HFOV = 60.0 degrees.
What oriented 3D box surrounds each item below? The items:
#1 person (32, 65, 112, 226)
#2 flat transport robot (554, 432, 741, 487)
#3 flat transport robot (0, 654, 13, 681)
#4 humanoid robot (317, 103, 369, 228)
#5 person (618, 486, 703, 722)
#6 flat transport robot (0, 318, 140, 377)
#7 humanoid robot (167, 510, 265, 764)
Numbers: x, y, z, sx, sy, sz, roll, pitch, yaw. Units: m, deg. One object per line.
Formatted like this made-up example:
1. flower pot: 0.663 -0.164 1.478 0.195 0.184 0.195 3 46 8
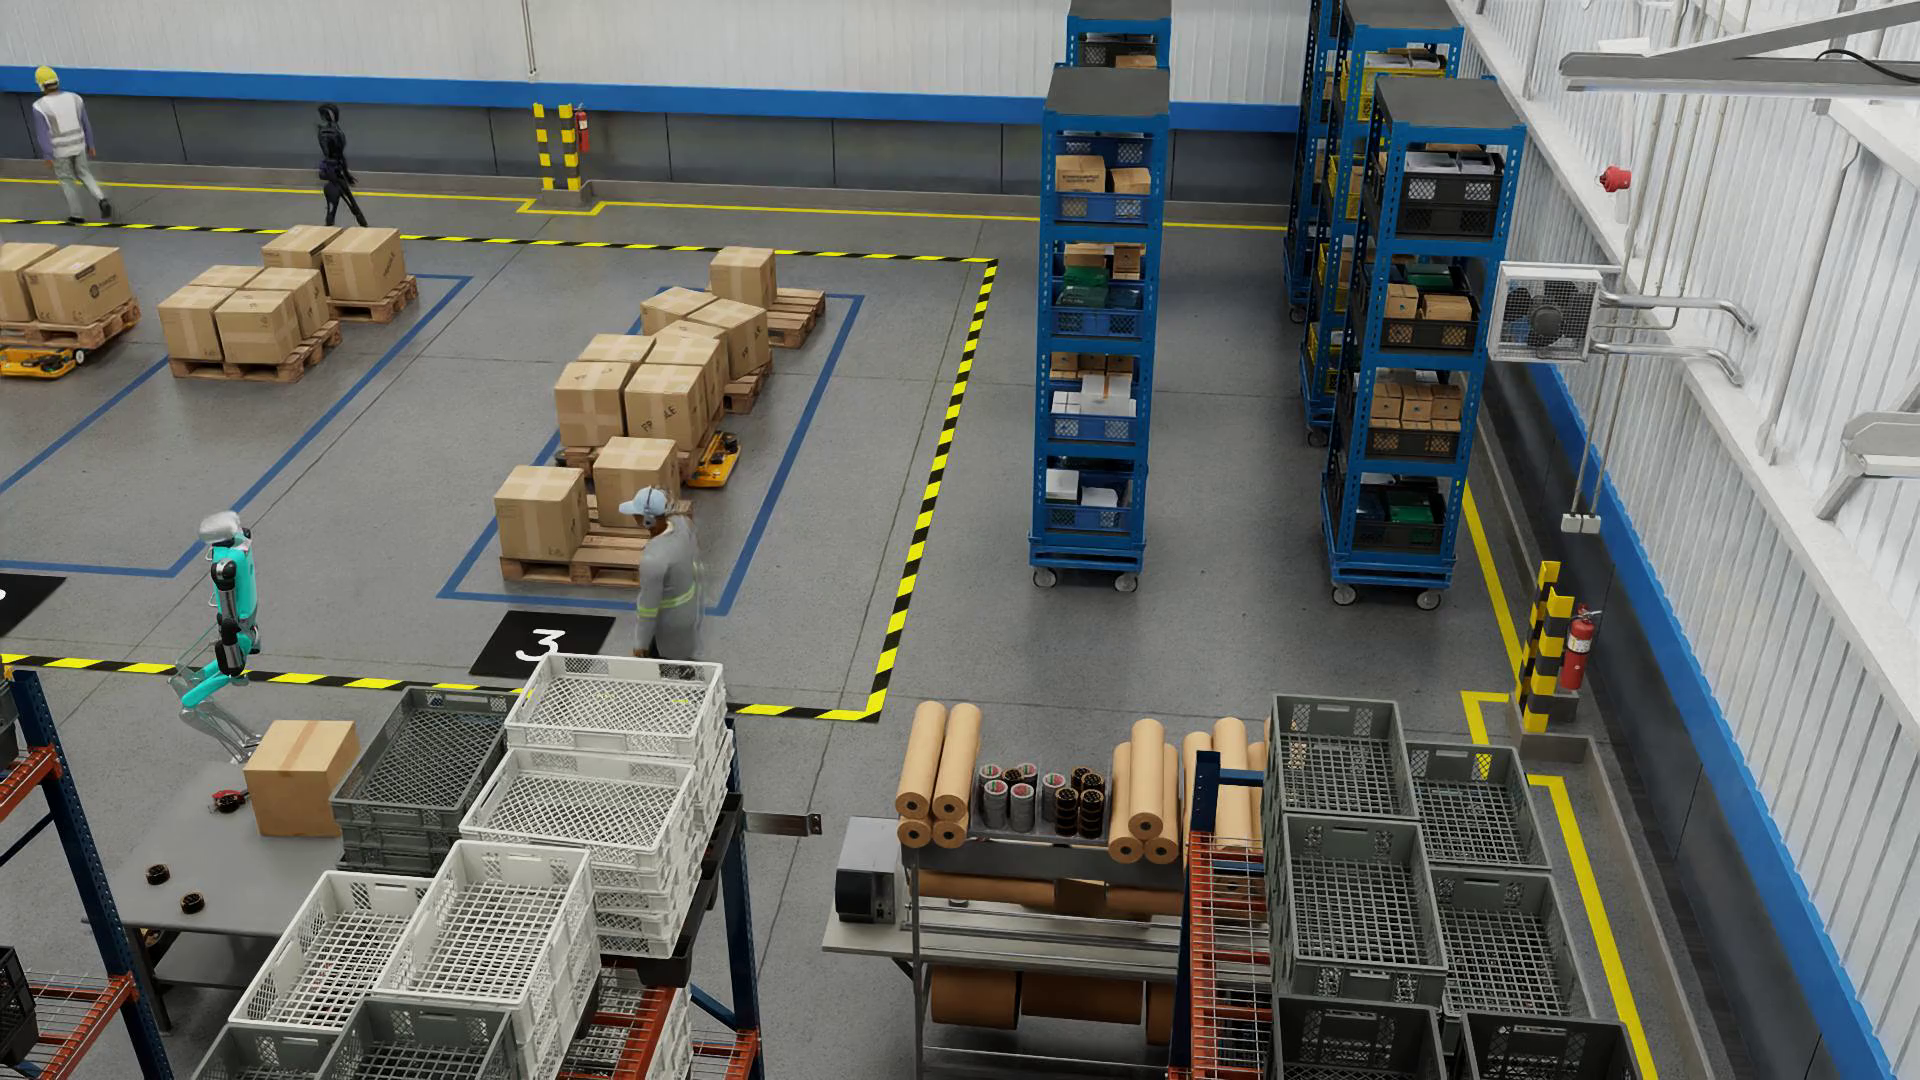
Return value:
1. person: -10.037 -4.414 18.717 0.499 1.817 0.596 17 34 26
2. flat transport robot: -2.603 -0.710 13.865 1.431 0.197 0.652 3 30 6
3. flat transport robot: -7.142 0.969 11.010 1.431 0.231 0.659 3 30 6
4. humanoid robot: -6.737 -3.937 18.067 0.759 1.621 0.595 -2 30 -4
5. person: -1.895 0.481 10.287 0.670 1.829 0.621 4 30 7
6. flat transport robot: -8.598 -1.950 15.996 0.652 0.197 1.431 3 30 6
7. humanoid robot: -4.523 0.615 10.020 0.735 1.681 0.533 -5 31 -8
